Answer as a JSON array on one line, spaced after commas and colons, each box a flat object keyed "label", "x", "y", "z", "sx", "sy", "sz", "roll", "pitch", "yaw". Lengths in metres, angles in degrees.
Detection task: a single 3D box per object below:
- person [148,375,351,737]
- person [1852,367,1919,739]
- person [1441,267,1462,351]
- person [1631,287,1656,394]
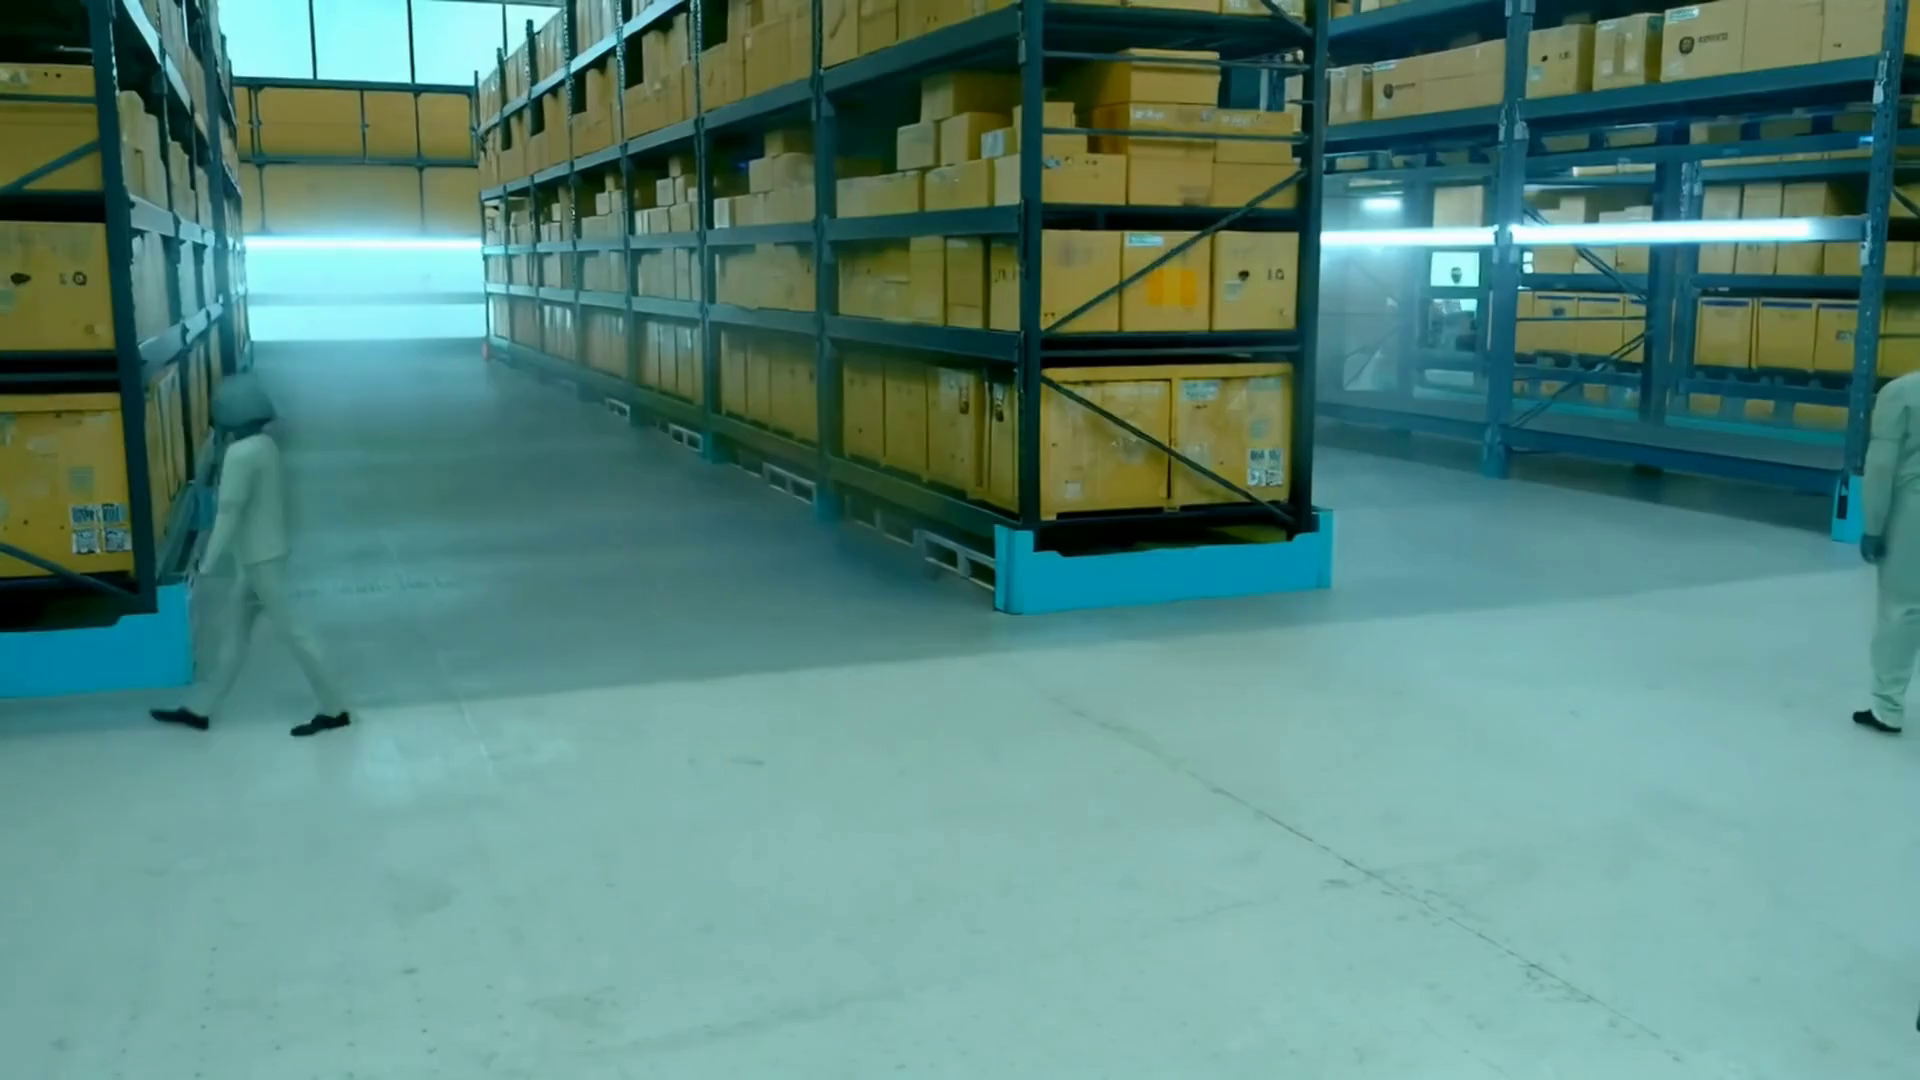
[{"label": "person", "x": -3.092, "y": 0.087, "z": 7.186, "sx": 0.858, "sy": 1.585, "sz": 0.514, "roll": -2, "pitch": 10, "yaw": -12}, {"label": "person", "x": 4.264, "y": -0.074, "z": 7.267, "sx": 0.640, "sy": 1.899, "sz": 0.396, "roll": 1, "pitch": 9, "yaw": 4}, {"label": "person", "x": 11.044, "y": -5.125, "z": 37.263, "sx": 0.448, "sy": 1.976, "sz": 0.635, "roll": -1, "pitch": 9, "yaw": -4}, {"label": "person", "x": 10.846, "y": -3.178, "z": 26.230, "sx": 0.522, "sy": 1.769, "sz": 0.310, "roll": -3, "pitch": 10, "yaw": -15}]
